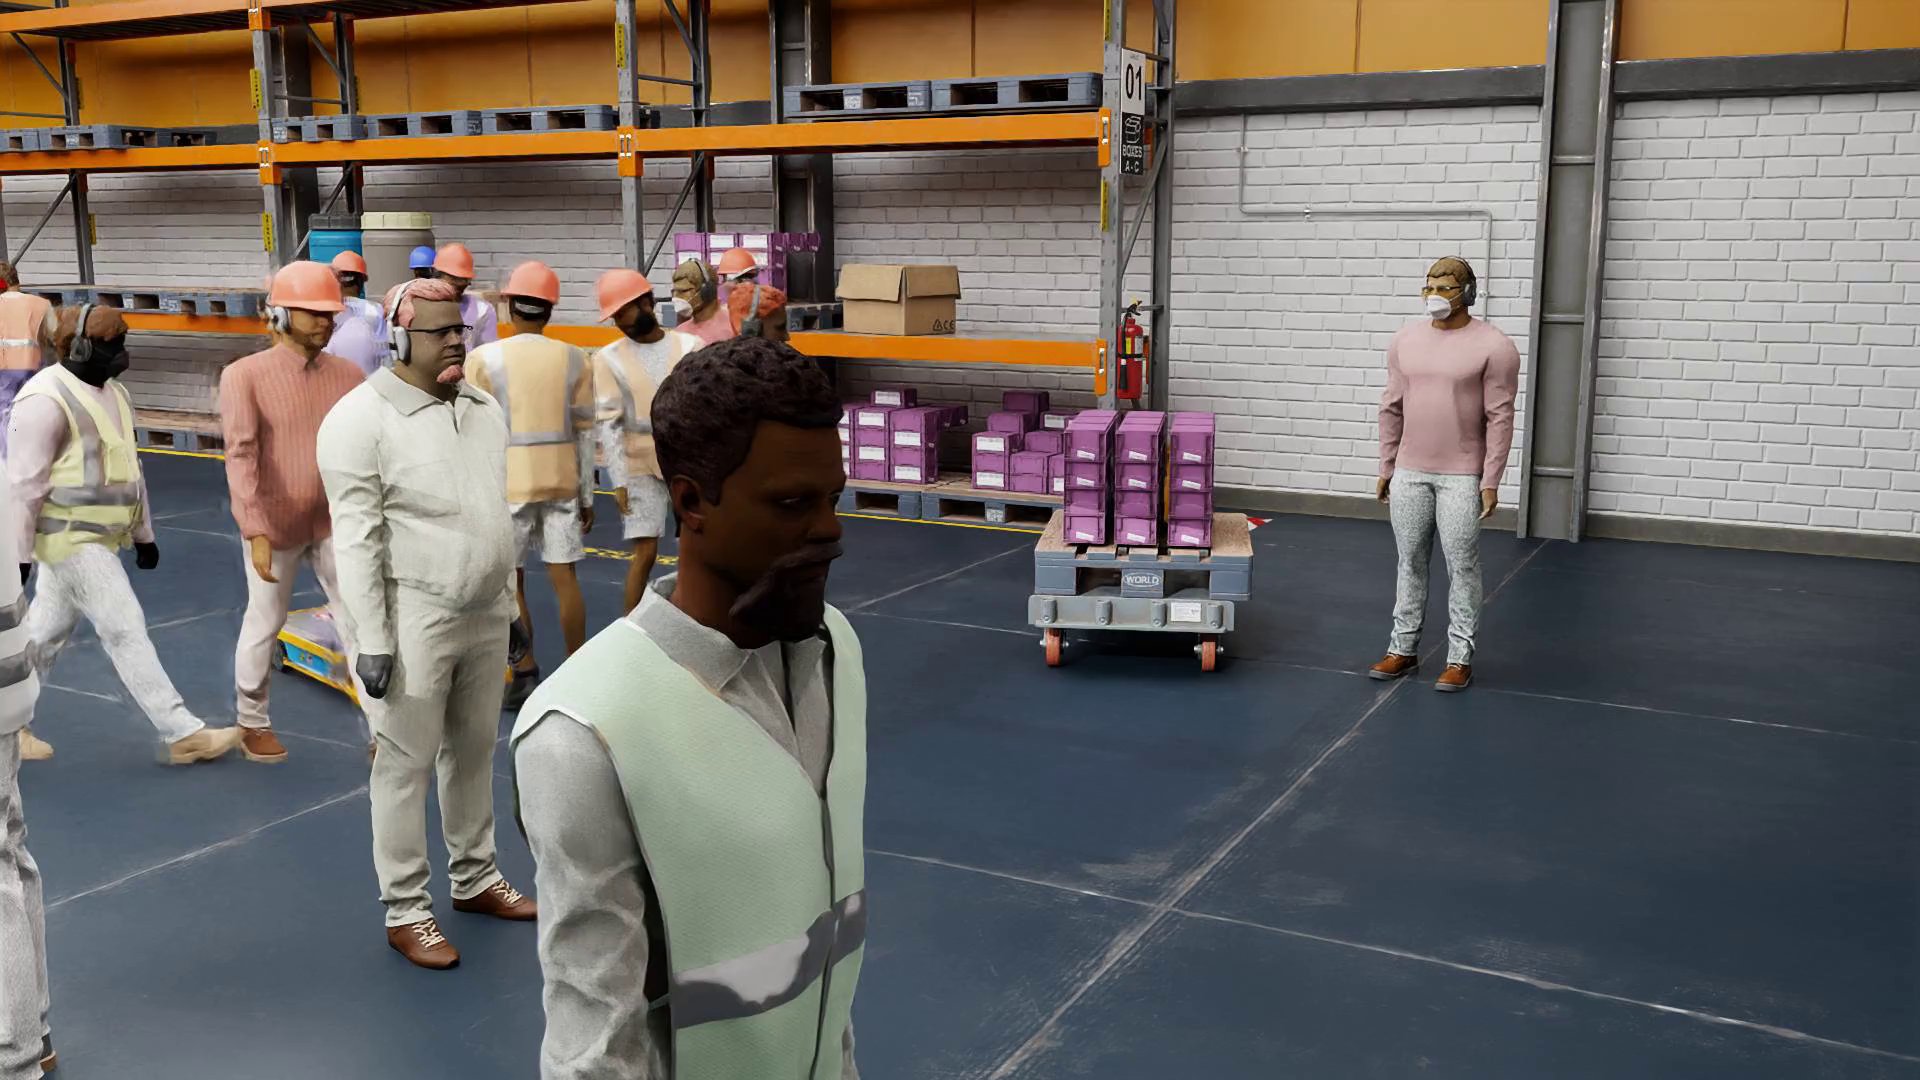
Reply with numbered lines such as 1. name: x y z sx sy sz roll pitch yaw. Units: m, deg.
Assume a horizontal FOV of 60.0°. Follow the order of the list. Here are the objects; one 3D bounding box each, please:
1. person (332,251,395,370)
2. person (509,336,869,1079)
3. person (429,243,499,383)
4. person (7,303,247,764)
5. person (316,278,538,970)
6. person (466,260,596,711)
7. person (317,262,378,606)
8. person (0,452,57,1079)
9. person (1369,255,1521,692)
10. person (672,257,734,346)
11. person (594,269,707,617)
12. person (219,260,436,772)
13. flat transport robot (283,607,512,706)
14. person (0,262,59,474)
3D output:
1. person: -4.097 -0.988 11.299 0.543 1.928 0.373 -2 10 -8
2. person: -0.288 0.720 1.970 0.370 1.915 0.597 4 11 21
3. person: -3.363 -0.943 10.934 0.662 1.987 1.062 -6 12 -29
4. person: -3.347 -0.010 6.366 1.058 1.774 0.642 -1 10 -5
5. person: -1.461 0.224 4.713 0.410 1.909 0.643 5 11 25
6. person: -1.829 -0.216 7.114 0.583 1.915 0.397 -6 12 -30
7. person: -3.226 -0.482 8.610 0.412 1.894 0.693 -8 13 -37
8. person: -2.280 0.413 3.755 0.355 1.879 0.576 -4 11 -22
9. person: 2.157 -0.294 7.466 0.632 1.940 0.372 9 14 40
10. person: -1.250 -0.438 8.308 0.386 1.928 0.633 -8 13 -38
11. person: -1.373 -0.322 7.787 0.631 1.877 0.382 -3 11 -15
12. person: -2.454 -0.063 6.223 1.045 1.941 0.629 8 13 39
13. flat transport robot: -2.732 0.493 7.721 0.652 0.197 1.431 -10 14 -43
14. person: -7.584 -1.340 13.532 0.747 1.826 0.455 -5 11 -25
